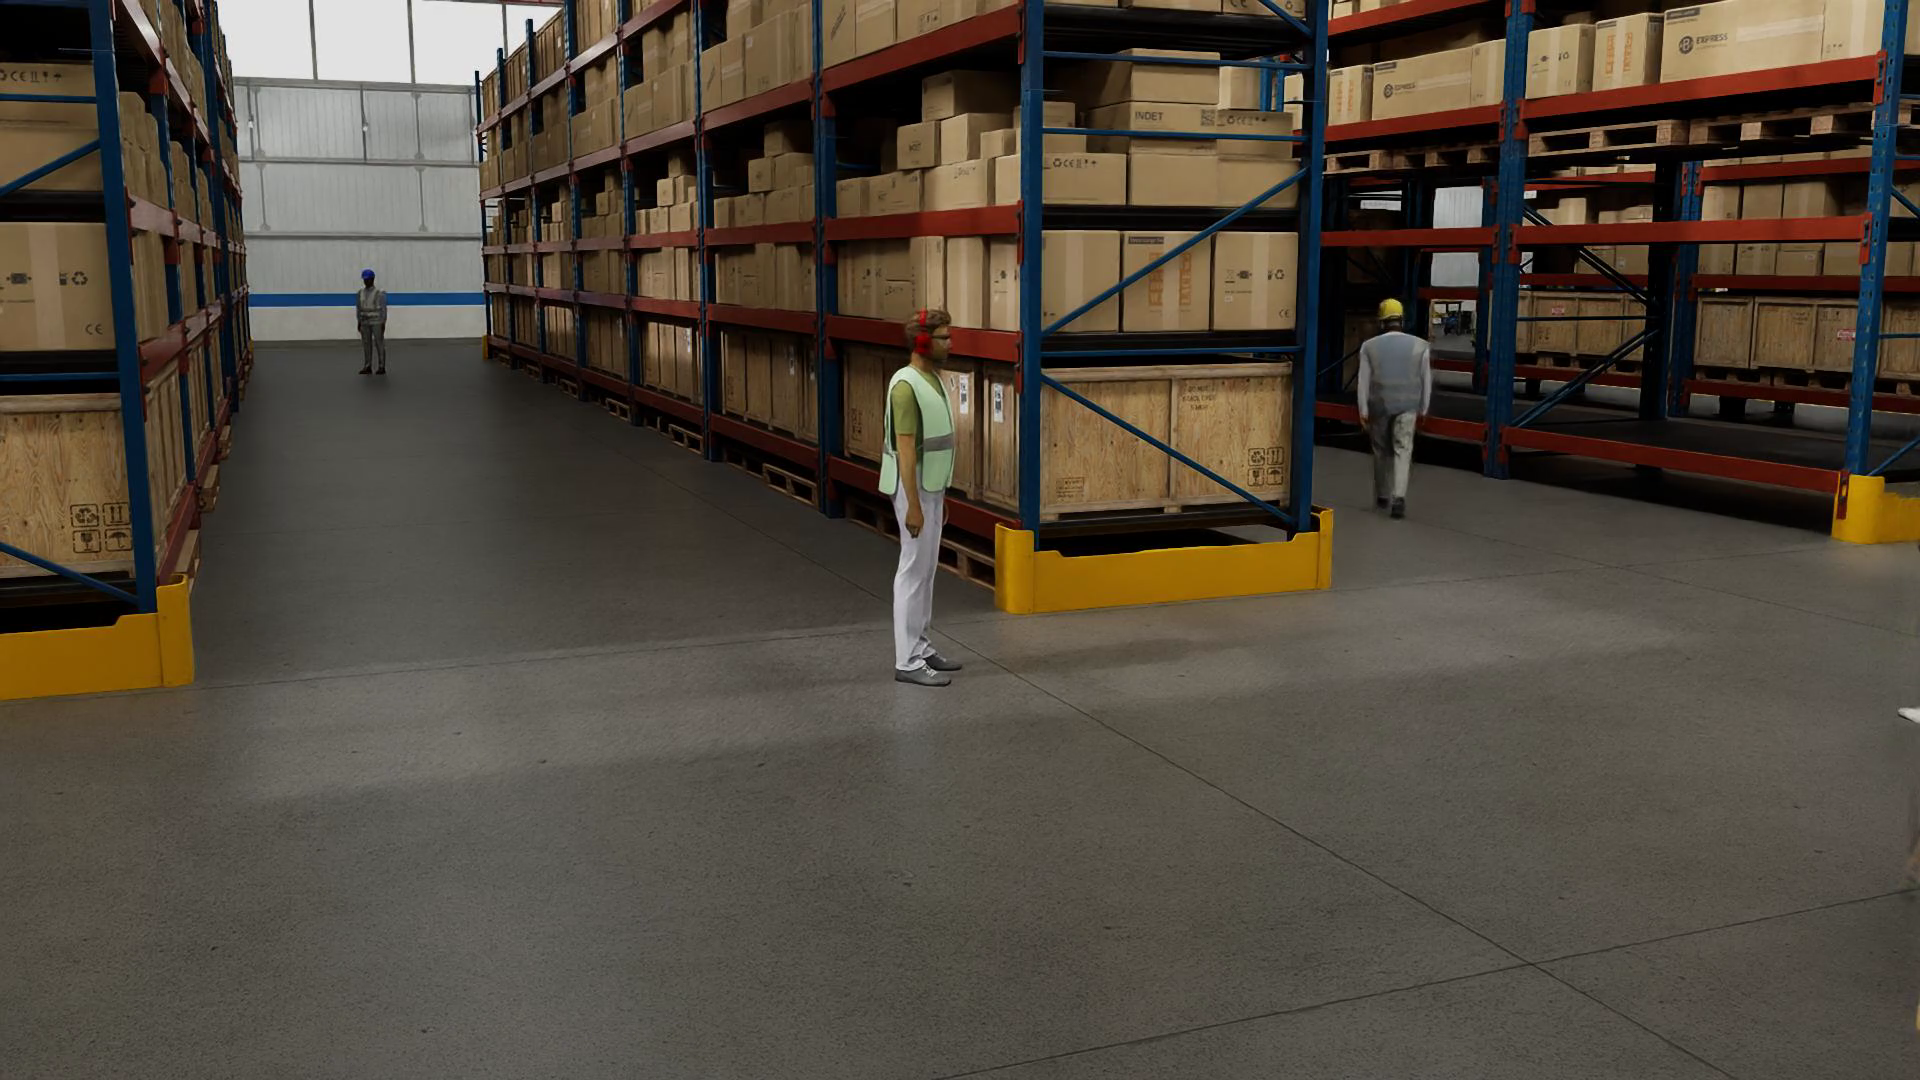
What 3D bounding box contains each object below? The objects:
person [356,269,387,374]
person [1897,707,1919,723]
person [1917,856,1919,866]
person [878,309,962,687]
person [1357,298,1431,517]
[{"bbox_3d":[-10.943,-4.051,30.917,0.610,1.947,0.388,2,10,12],"label":"person"},{"bbox_3d":[4.528,-0.098,7.397,0.643,1.899,0.396,-3,10,-16],"label":"person"},{"bbox_3d":[3.537,0.353,5.394,0.848,1.664,0.538,-3,10,-20],"label":"person"},{"bbox_3d":[-0.199,-0.212,8.234,0.386,1.843,0.567,2,10,11],"label":"person"},{"bbox_3d":[3.567,-1.095,13.701,0.594,1.788,0.921,2,10,13],"label":"person"}]
